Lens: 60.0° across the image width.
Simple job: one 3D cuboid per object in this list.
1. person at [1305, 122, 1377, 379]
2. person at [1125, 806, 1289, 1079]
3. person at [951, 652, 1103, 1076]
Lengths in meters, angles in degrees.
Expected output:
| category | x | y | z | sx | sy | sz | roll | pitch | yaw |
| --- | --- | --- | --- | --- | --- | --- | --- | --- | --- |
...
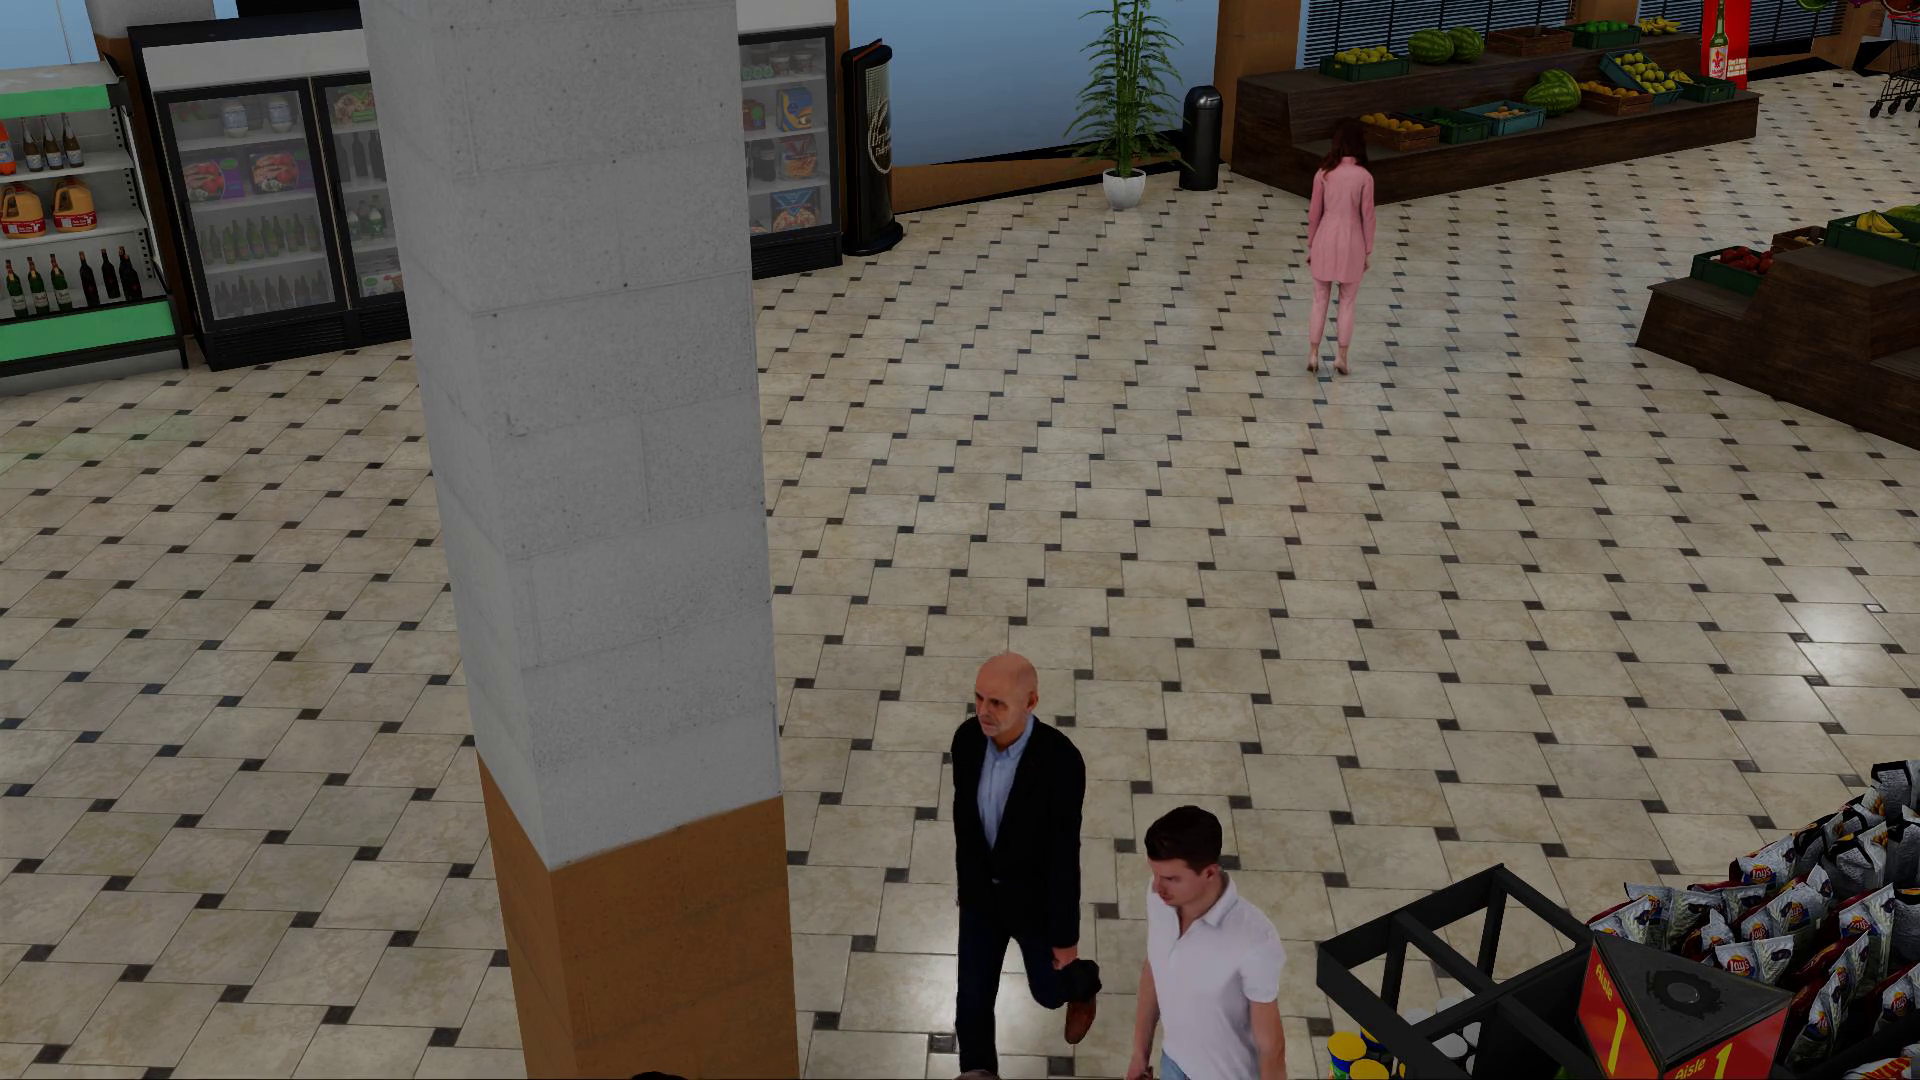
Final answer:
| category | x | y | z | sx | sy | sz | roll | pitch | yaw |
| --- | --- | --- | --- | --- | --- | --- | --- | --- | --- |
| person | 2.646 | -2.015 | 11.649 | 0.688 | 1.803 | 0.722 | 10 | 29 | 19 |
| person | 0.780 | 1.491 | 4.707 | 0.732 | 1.828 | 0.692 | -17 | 32 | -30 |
| person | 0.238 | 1.133 | 5.468 | 1.003 | 1.778 | 1.208 | 16 | 31 | 28 |
